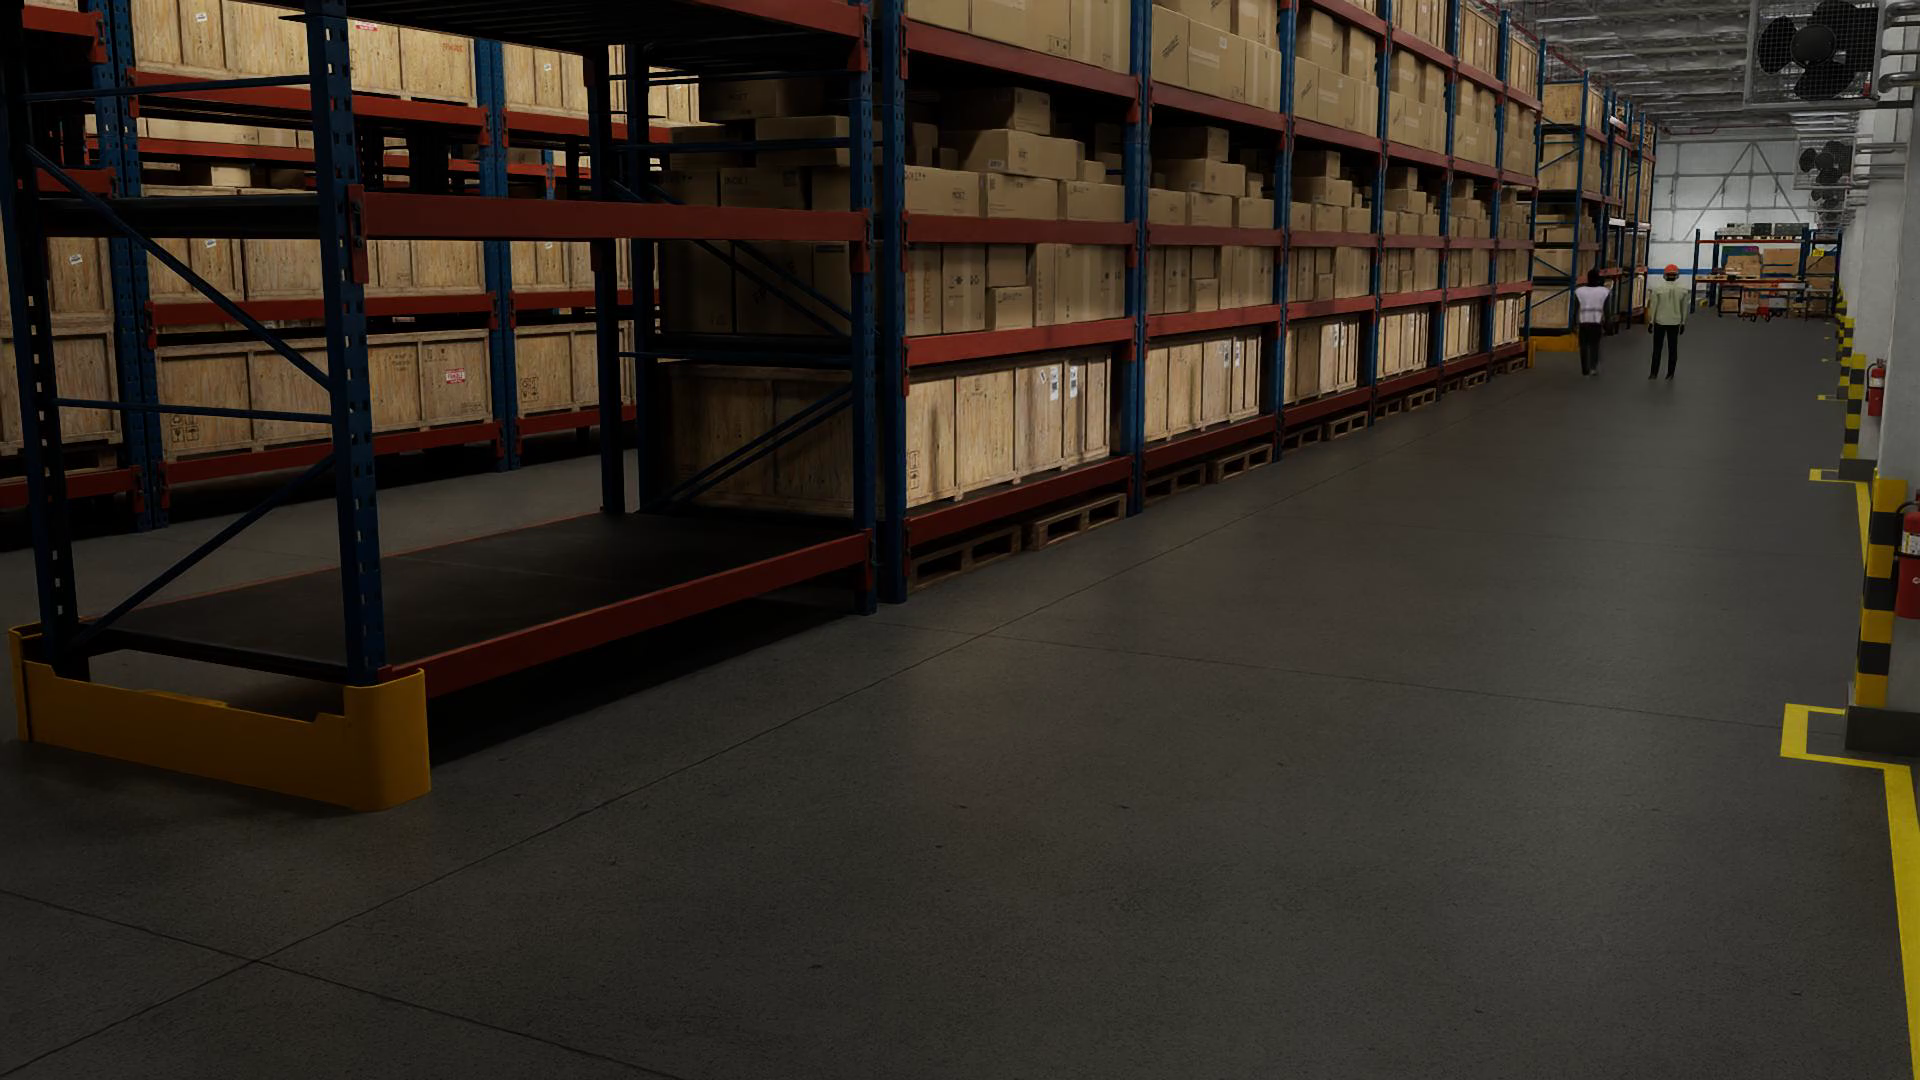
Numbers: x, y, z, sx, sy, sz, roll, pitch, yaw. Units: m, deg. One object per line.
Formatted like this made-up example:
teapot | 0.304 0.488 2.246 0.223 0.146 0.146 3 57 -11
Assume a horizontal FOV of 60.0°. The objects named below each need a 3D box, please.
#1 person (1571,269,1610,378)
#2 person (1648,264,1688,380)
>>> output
person | 11.030 -3.790 29.176 0.594 1.890 0.731 2 10 10
person | 12.150 -3.735 28.571 0.626 1.990 0.400 1 10 5
